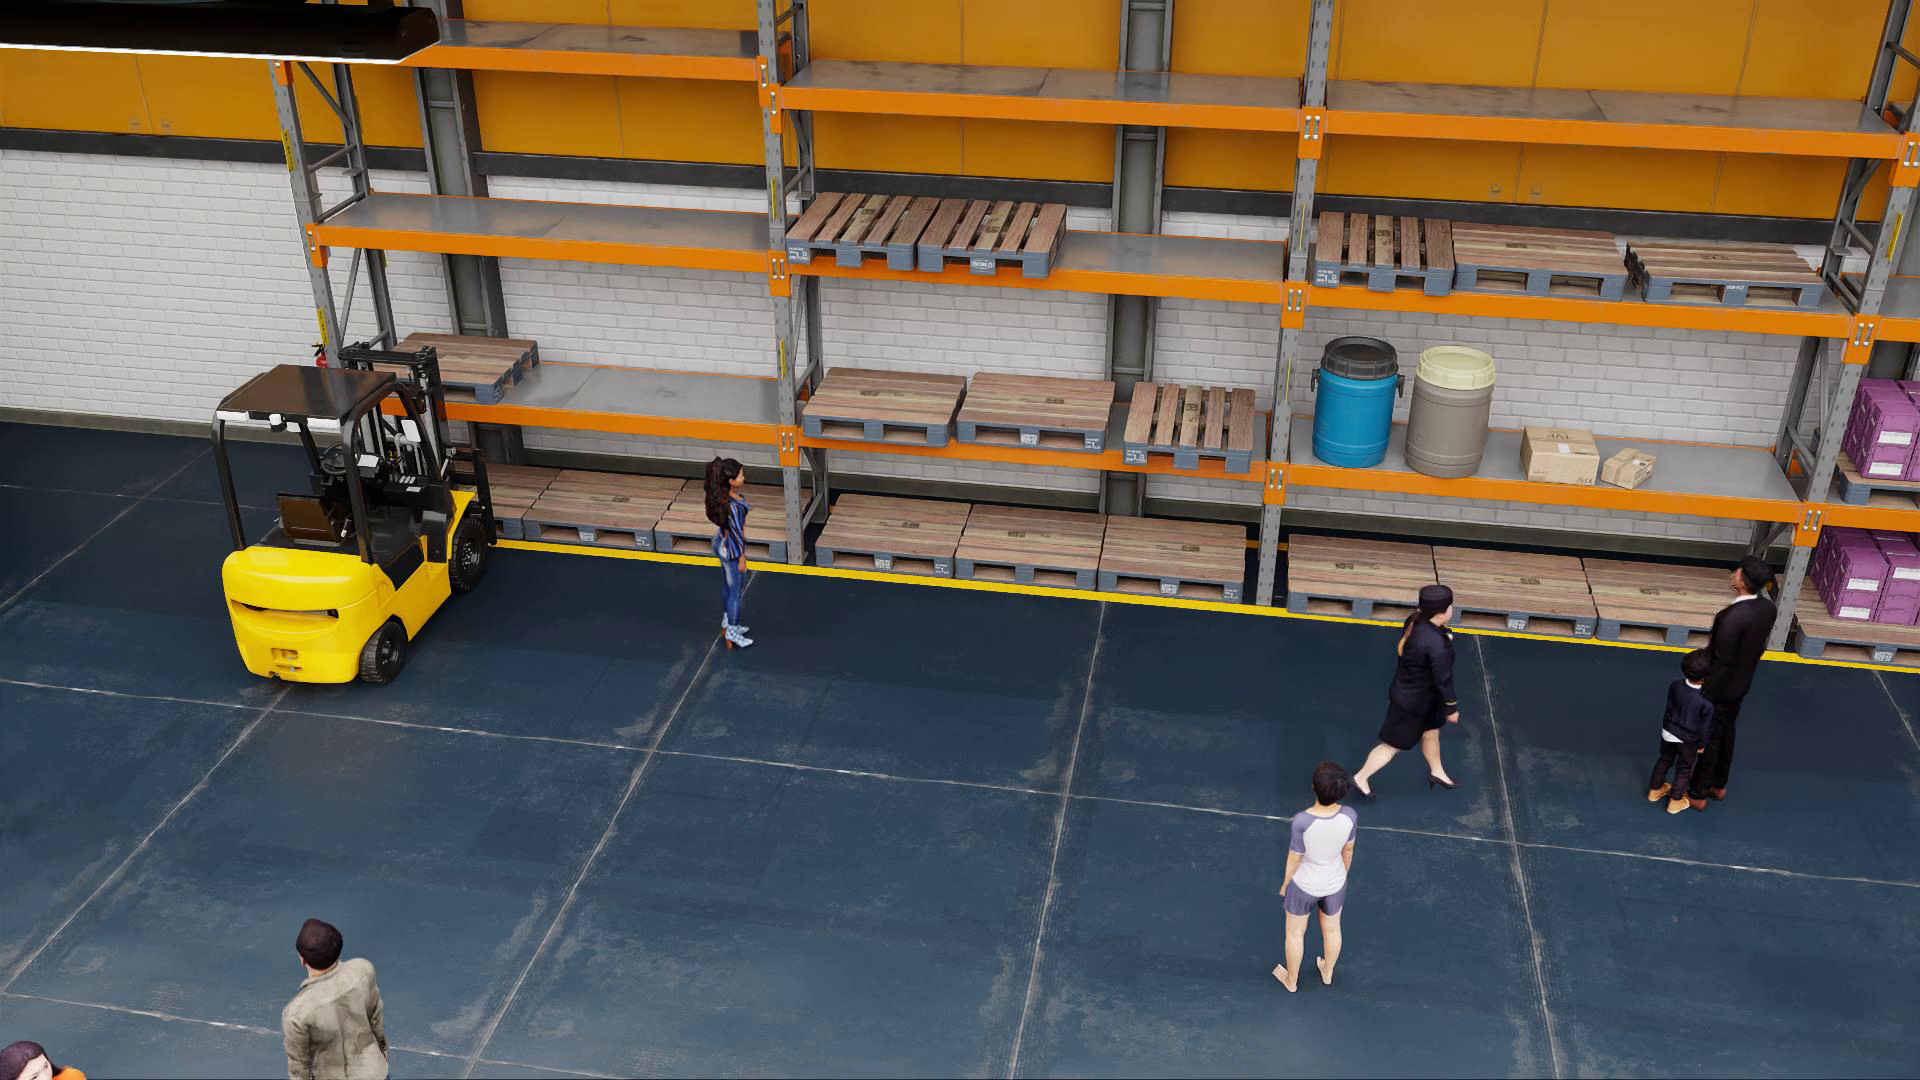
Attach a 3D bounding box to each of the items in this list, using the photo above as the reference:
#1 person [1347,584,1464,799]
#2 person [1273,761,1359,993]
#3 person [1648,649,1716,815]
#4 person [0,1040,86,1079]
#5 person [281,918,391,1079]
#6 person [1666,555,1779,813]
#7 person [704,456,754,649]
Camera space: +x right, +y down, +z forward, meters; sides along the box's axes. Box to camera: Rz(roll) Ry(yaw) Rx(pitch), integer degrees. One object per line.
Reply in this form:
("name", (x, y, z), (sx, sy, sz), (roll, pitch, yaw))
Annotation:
("person", (2.970, 1.083, 11.078), (1.138, 1.628, 0.848), (-1, 29, -3))
("person", (2.054, 1.936, 9.581), (0.576, 1.565, 0.699), (-6, 29, -11))
("person", (4.855, 1.274, 11.151), (0.621, 1.224, 0.579), (-13, 31, -23))
("person", (-4.134, 2.925, 7.585), (0.718, 1.741, 0.692), (11, 31, 20))
("person", (-2.894, 2.634, 8.001), (0.932, 1.853, 0.861), (16, 33, 27))
("person", (5.087, 0.979, 11.046), (0.755, 1.843, 0.812), (-21, 35, -34))
("person", (-1.776, 0.083, 12.919), (0.717, 1.622, 0.699), (-11, 30, -19))
